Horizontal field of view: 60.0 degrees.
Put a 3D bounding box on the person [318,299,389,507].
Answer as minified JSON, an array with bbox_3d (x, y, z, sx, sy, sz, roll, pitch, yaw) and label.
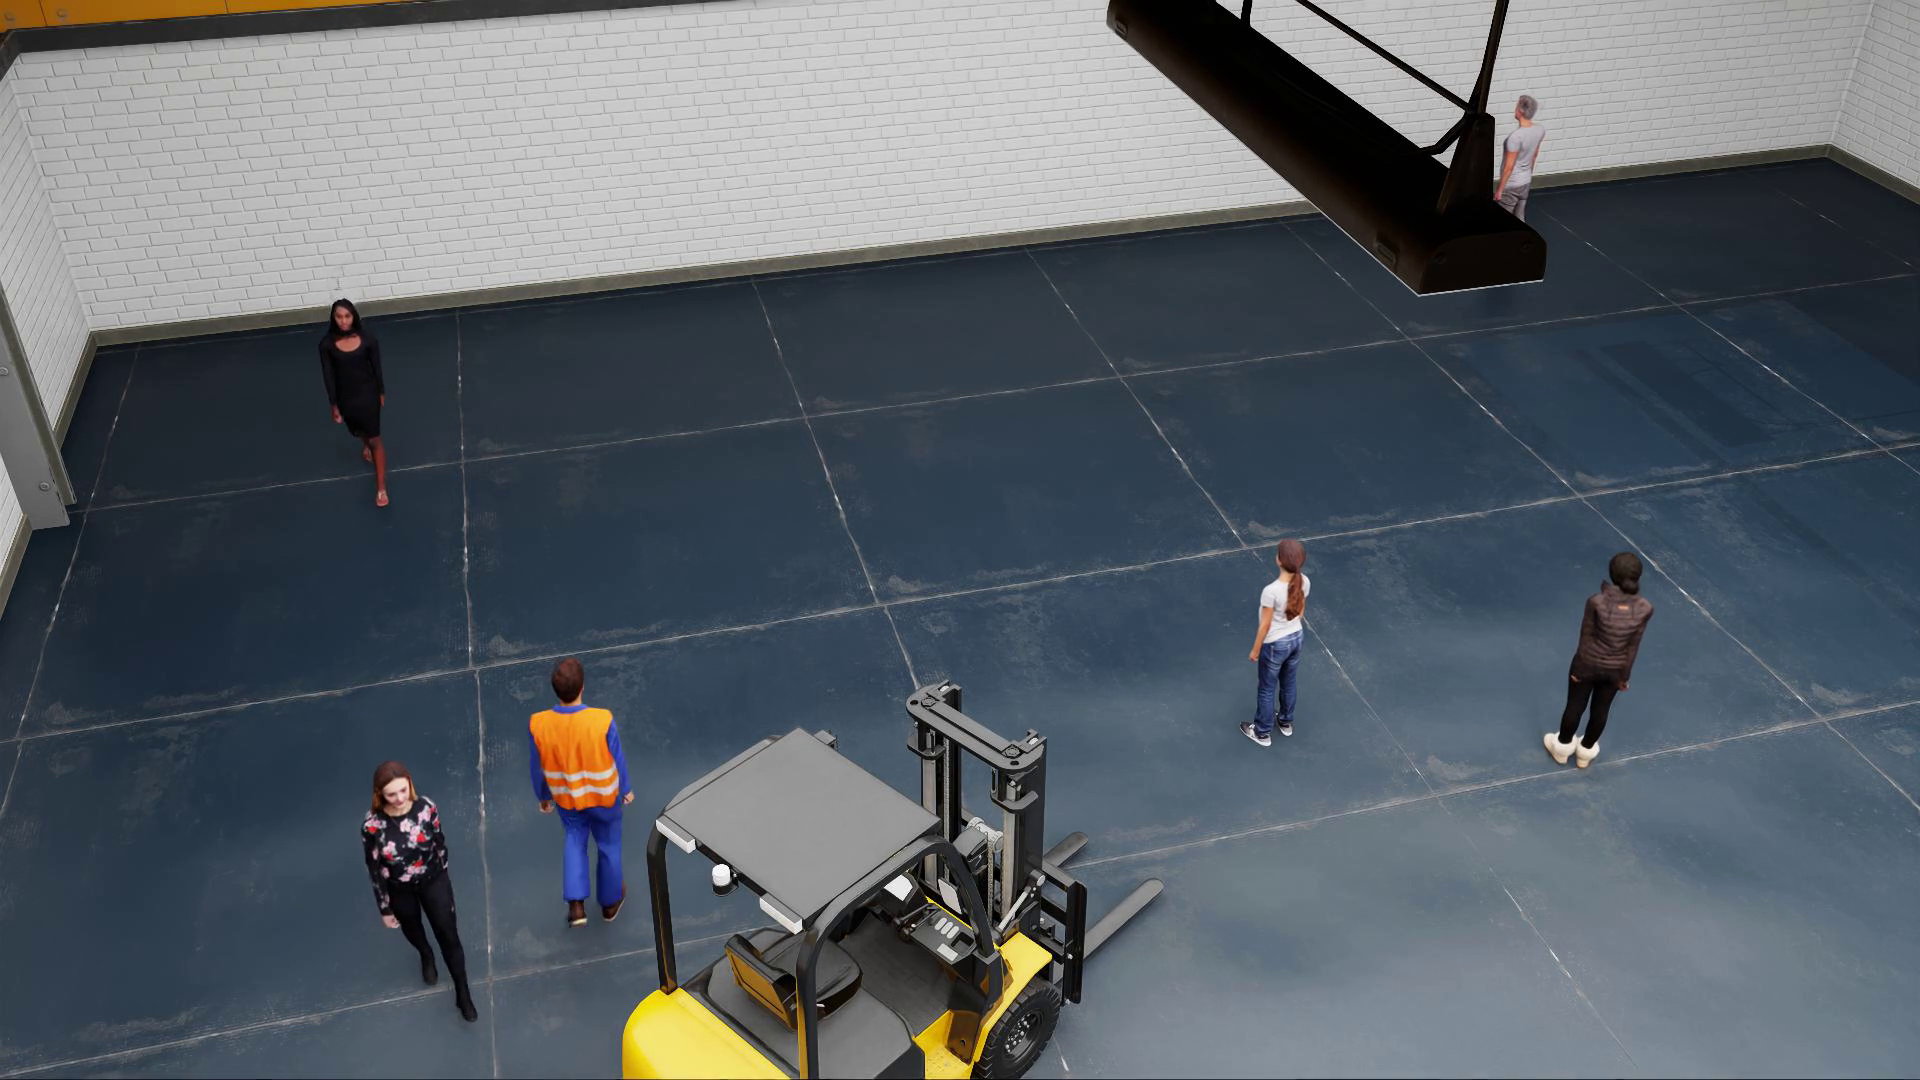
[{"bbox_3d":[-4.925,-1.185,13.588,0.619,1.687,1.135,-8,34,-11],"label":"person"}]

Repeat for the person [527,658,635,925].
[{"bbox_3d":[-2.128,1.504,9.394,0.816,1.852,0.896,1,34,2],"label":"person"}]

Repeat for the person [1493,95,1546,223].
[{"bbox_3d":[5.758,-3.698,17.243,0.766,1.827,0.708,-24,41,-32],"label":"person"}]

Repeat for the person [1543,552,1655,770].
[{"bbox_3d":[4.098,0.802,10.623,0.731,1.660,0.672,-7,34,-11],"label":"person"}]

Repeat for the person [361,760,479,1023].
[{"bbox_3d":[-3.015,1.818,9.099,0.685,1.656,0.949,-15,36,-21],"label":"person"}]

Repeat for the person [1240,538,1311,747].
[{"bbox_3d":[2.102,0.657,10.929,0.588,1.562,0.583,-18,38,-25],"label":"person"}]
